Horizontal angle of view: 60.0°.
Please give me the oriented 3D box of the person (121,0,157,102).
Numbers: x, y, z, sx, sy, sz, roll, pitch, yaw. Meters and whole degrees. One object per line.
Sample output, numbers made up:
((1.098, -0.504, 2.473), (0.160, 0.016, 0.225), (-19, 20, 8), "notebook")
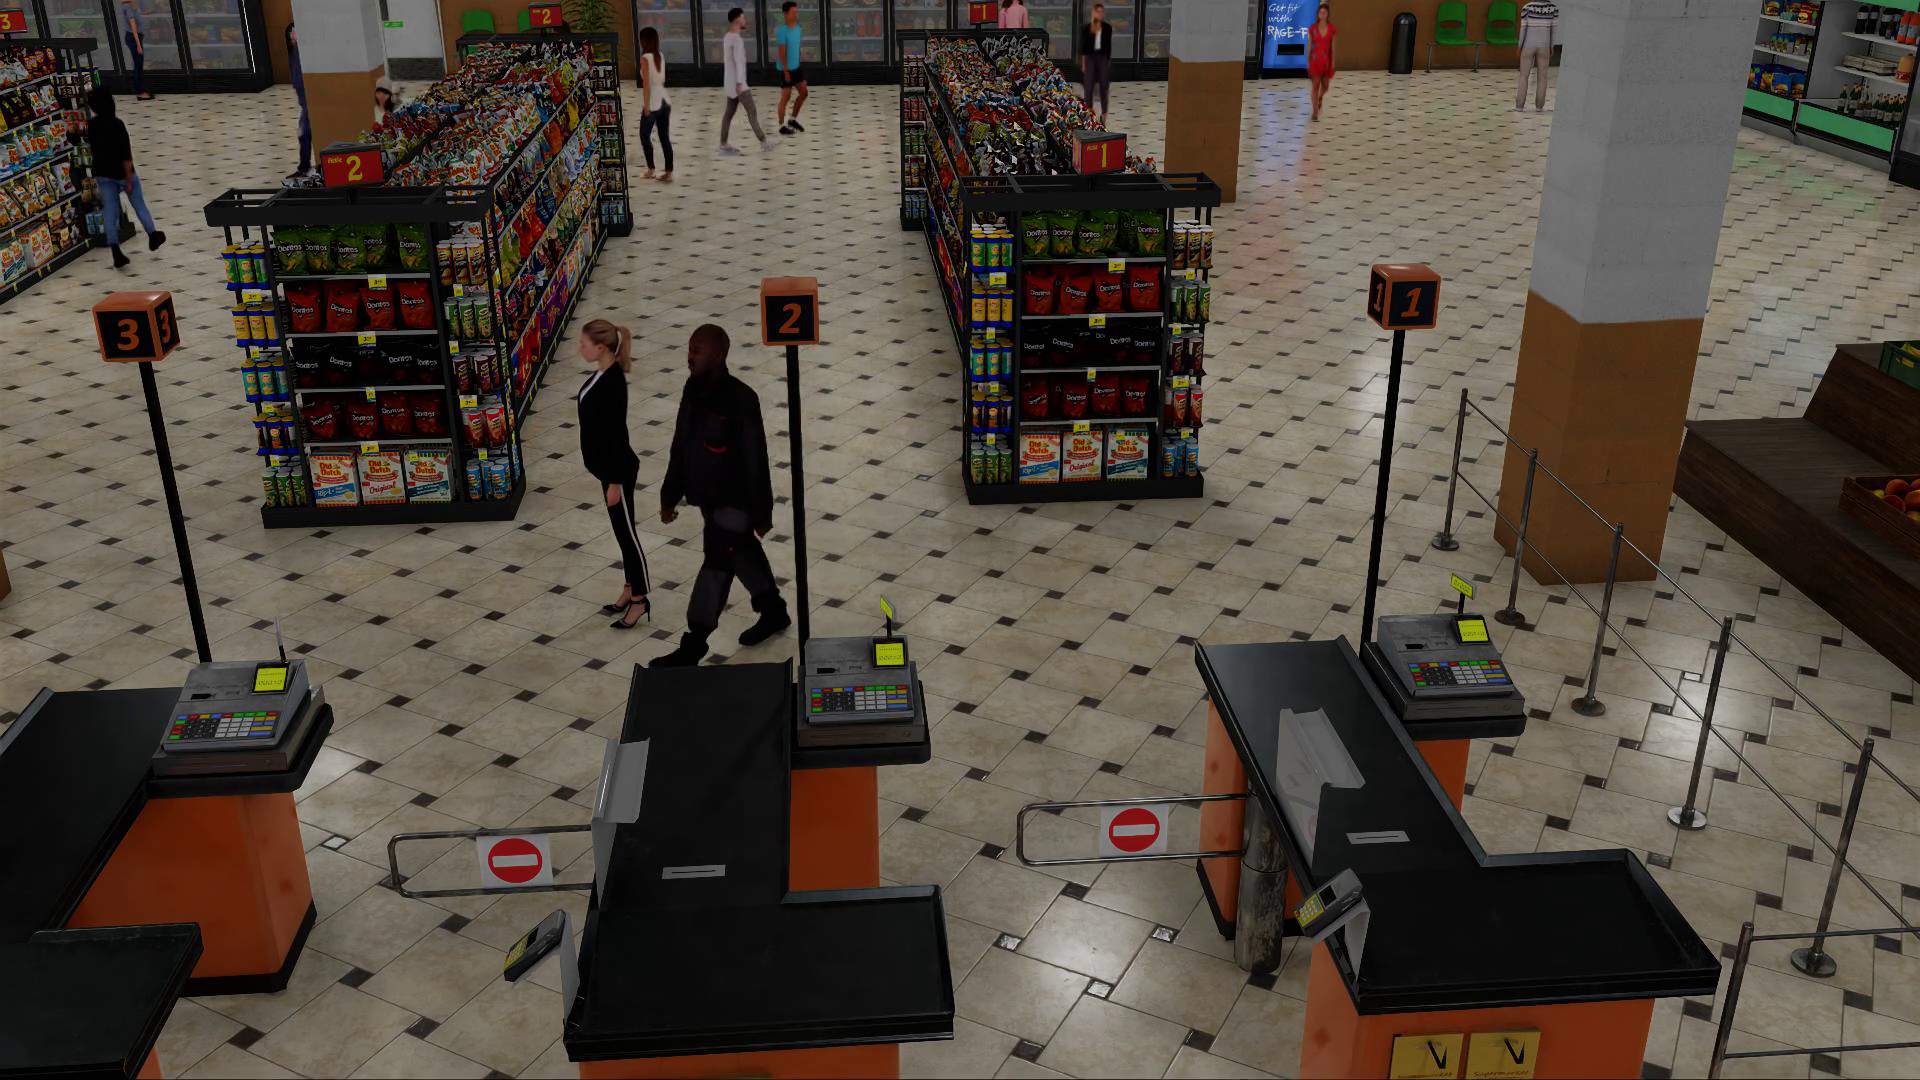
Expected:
((-12.608, -7.614, 25.400), (0.685, 1.721, 0.567), (-11, 26, -24), "person")

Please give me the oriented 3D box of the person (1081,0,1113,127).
((1.868, -6.615, 23.205), (0.590, 1.651, 0.838), (-1, 24, -3), "person")

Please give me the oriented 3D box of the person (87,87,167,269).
((-8.100, -3.423, 15.899), (0.553, 1.660, 1.092), (-2, 24, -5), "person")

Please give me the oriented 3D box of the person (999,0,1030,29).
((0.779, -7.160, 24.261), (0.603, 1.803, 0.503), (-2, 24, -5), "person")

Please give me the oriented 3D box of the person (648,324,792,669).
((-1.112, -0.231, 8.451), (1.254, 1.783, 1.255), (22, 32, 40), "person")

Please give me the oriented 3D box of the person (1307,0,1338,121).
((5.178, -6.856, 23.848), (0.701, 1.578, 0.941), (4, 24, 9), "person")

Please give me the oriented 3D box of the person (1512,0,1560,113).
((8.438, -7.230, 24.349), (0.729, 1.861, 0.649), (3, 24, 7), "person")

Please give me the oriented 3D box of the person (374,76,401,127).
((-5.815, -3.972, 17.207), (0.735, 1.618, 0.794), (16, 28, 32), "person")

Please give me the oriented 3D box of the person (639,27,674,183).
((-3.501, -5.107, 19.617), (0.843, 1.763, 0.781), (13, 27, 28), "person")

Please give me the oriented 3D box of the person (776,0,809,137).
((-2.387, -6.371, 22.516), (0.864, 1.756, 0.775), (14, 27, 29), "person")

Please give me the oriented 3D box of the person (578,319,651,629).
((-1.815, -0.348, 8.817), (0.711, 1.704, 0.527), (-7, 25, -15), "person")

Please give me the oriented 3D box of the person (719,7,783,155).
((-2.917, -5.811, 21.178), (0.989, 1.802, 1.088), (-12, 26, -25), "person")
